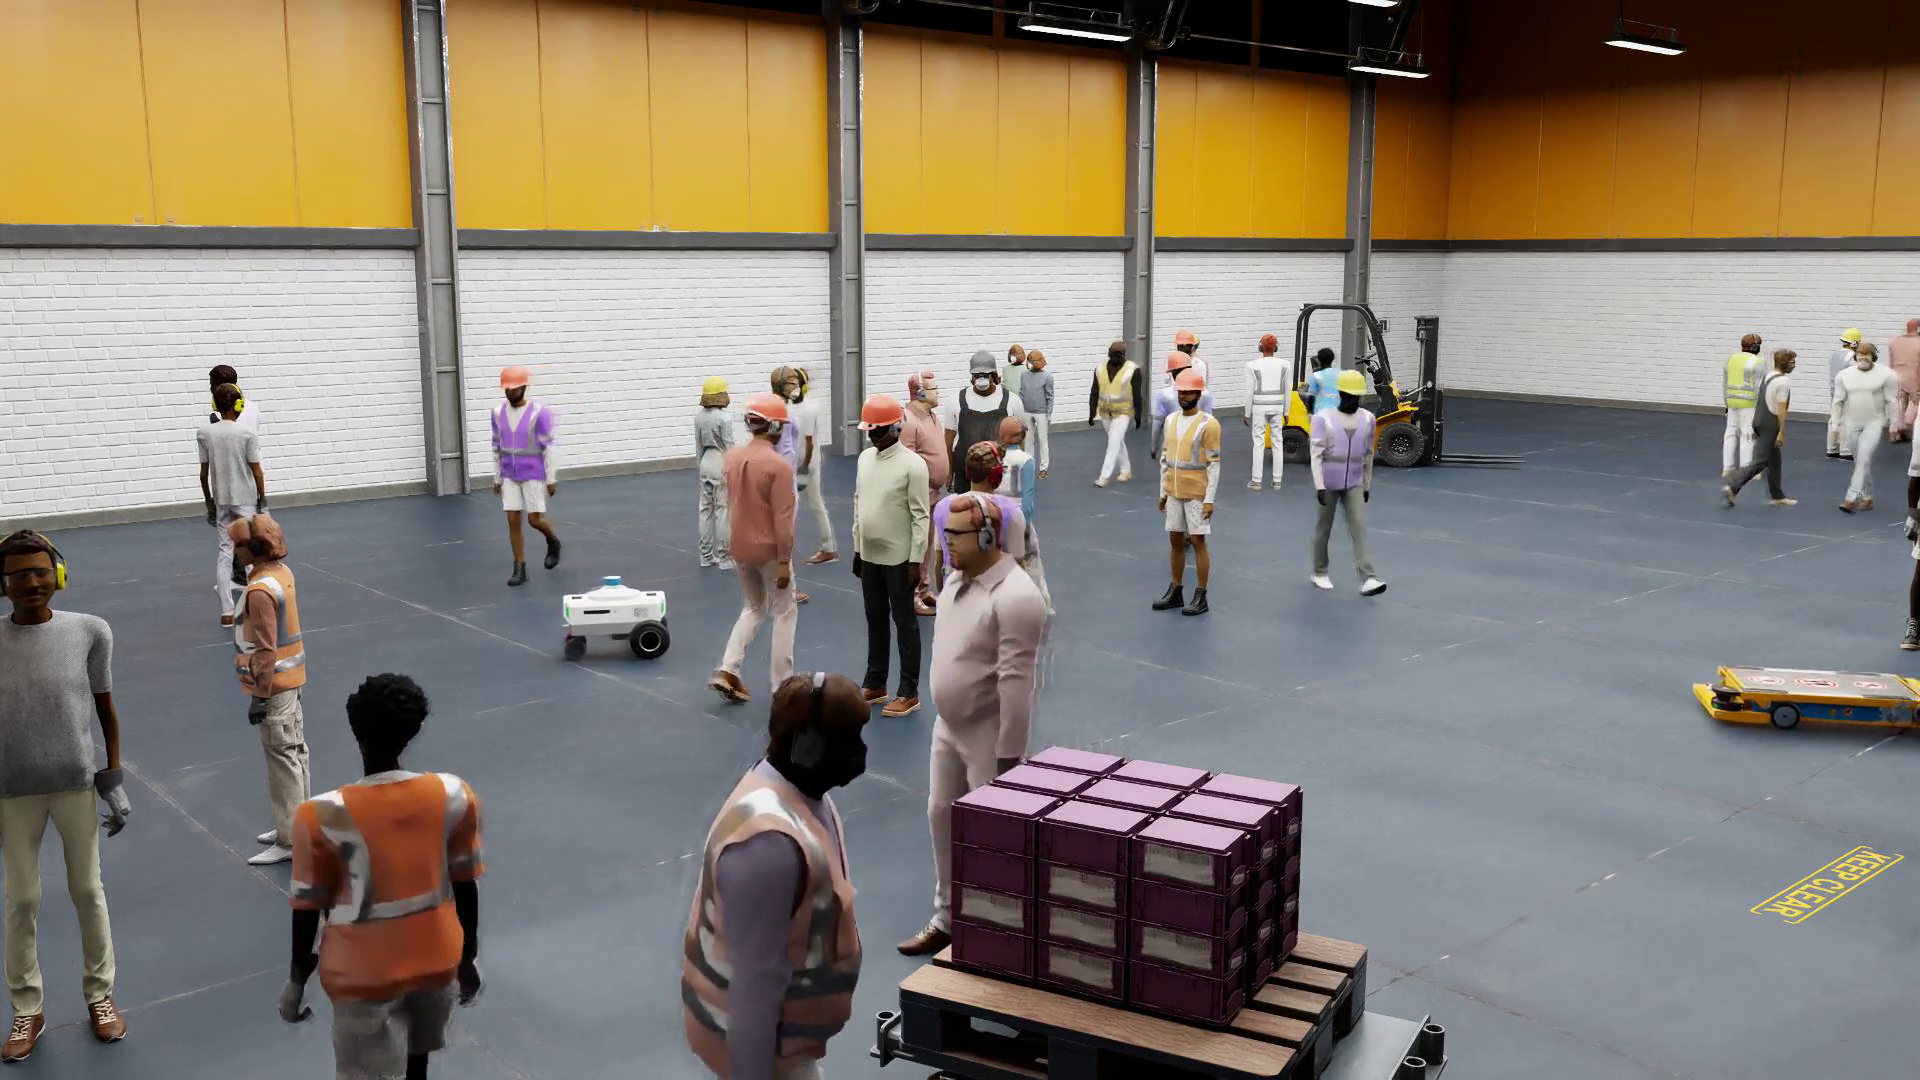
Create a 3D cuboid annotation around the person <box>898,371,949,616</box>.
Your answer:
[{"bbox_3d":[-0.285,-0.371,13.133,0.409,1.913,0.646,3,10,17],"label":"person"}]

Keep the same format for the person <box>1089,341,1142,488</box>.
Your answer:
[{"bbox_3d":[1.921,-1.556,20.491,0.635,1.788,0.950,6,12,33],"label":"person"}]

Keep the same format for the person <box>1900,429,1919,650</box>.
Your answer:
[{"bbox_3d":[7.046,-0.169,11.803,0.603,1.962,0.372,5,11,27],"label":"person"}]

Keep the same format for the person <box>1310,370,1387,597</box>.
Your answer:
[{"bbox_3d":[3.201,-0.460,13.778,0.611,1.871,1.009,-2,10,-9],"label":"person"}]

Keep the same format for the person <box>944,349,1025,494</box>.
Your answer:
[{"bbox_3d":[0.202,-0.592,14.048,0.689,2.000,0.538,0,10,1],"label":"person"}]

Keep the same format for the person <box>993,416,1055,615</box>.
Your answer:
[{"bbox_3d":[0.367,-0.153,12.905,0.816,1.628,0.527,-8,13,-40],"label":"person"}]

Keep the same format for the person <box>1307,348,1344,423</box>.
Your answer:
[{"bbox_3d":[4.731,-1.631,21.303,0.568,1.636,0.873,-2,10,-13],"label":"person"}]

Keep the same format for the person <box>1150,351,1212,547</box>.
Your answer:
[{"bbox_3d":[2.149,-0.861,16.010,0.559,1.906,0.614,-2,10,-13],"label":"person"}]

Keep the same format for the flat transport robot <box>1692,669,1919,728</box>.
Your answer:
[{"bbox_3d":[5.293,0.963,10.121,1.431,0.197,0.652,2,10,13],"label":"flat transport robot"}]

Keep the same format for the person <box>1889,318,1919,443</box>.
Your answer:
[{"bbox_3d":[14.230,-2.378,24.949,0.452,1.895,0.648,-5,11,-26],"label":"person"}]

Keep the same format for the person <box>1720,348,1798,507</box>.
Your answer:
[{"bbox_3d":[8.978,-1.246,18.608,0.886,1.806,0.559,0,10,0],"label":"person"}]

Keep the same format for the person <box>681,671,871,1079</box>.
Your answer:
[{"bbox_3d":[-0.449,1.218,4.114,0.454,1.816,0.645,0,10,1],"label":"person"}]

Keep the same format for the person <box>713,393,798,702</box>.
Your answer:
[{"bbox_3d":[-1.265,0.070,10.388,0.642,1.963,0.583,8,13,40],"label":"person"}]

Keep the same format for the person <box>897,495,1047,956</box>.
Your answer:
[{"bbox_3d":[0.140,0.744,6.686,0.728,1.881,0.650,-6,11,-31],"label":"person"}]

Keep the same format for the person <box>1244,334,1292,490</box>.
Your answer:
[{"bbox_3d":[3.706,-1.541,20.075,0.575,1.882,0.355,-1,10,-6],"label":"person"}]

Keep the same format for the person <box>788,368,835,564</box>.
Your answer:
[{"bbox_3d":[-1.467,-0.643,14.992,0.863,1.815,0.543,-7,12,-37],"label":"person"}]

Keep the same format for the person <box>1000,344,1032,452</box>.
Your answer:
[{"bbox_3d":[0.751,-1.817,22.404,0.497,1.636,0.286,7,12,34],"label":"person"}]

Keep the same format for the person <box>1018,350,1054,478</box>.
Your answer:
[{"bbox_3d":[0.955,-1.598,21.130,0.497,1.633,0.279,6,12,32],"label":"person"}]

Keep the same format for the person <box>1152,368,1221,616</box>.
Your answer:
[{"bbox_3d":[1.783,-0.380,13.099,0.342,1.942,0.552,-9,13,-42],"label":"person"}]

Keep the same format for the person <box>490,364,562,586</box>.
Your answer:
[{"bbox_3d":[-3.739,-0.580,14.367,0.560,1.913,0.667,2,10,12],"label":"person"}]

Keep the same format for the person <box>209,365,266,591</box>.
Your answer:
[{"bbox_3d":[-6.082,-0.519,14.014,0.397,1.911,0.587,1,10,8],"label":"person"}]

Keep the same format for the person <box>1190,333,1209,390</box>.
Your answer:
[{"bbox_3d":[3.206,-1.997,23.112,0.526,1.758,0.343,9,13,43],"label":"person"}]

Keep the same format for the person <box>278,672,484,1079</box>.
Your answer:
[{"bbox_3d":[-1.638,1.199,4.702,0.811,1.649,0.517,8,12,39],"label":"person"}]

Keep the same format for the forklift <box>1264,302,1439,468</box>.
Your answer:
[{"bbox_3d":[5.320,-2.157,22.763,2.313,2.155,1.214,3,10,16],"label":"forklift"}]

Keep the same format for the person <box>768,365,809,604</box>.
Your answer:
[{"bbox_3d":[-1.459,-0.452,13.535,0.362,1.935,0.631,-3,10,-18],"label":"person"}]

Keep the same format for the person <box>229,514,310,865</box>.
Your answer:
[{"bbox_3d":[-3.203,0.686,7.749,0.309,1.638,0.513,-2,10,-13],"label":"person"}]

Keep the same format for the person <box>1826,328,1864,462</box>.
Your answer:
[{"bbox_3d":[12.197,-1.997,22.881,0.403,1.835,0.588,-1,10,-8],"label":"person"}]

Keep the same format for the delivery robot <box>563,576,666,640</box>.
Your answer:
[{"bbox_3d":[-2.441,0.498,11.741,0.707,0.478,0.477,-2,10,-12],"label":"delivery robot"}]

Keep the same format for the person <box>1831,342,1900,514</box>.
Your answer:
[{"bbox_3d":[9.863,-1.219,18.197,0.974,1.873,0.643,-8,13,-40],"label":"person"}]

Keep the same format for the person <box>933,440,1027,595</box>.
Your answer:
[{"bbox_3d":[0.110,0.393,8.851,0.564,1.846,0.389,6,12,33],"label":"person"}]

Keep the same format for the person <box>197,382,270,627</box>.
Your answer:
[{"bbox_3d":[-5.498,-0.258,12.634,0.540,1.867,0.377,1,10,5],"label":"person"}]

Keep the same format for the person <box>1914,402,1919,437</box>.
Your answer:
[{"bbox_3d":[10.330,-1.065,17.415,0.596,1.845,0.979,5,11,29],"label":"person"}]

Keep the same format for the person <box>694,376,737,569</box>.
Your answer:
[{"bbox_3d":[-2.186,-0.611,15.025,0.486,1.746,0.290,8,13,39],"label":"person"}]

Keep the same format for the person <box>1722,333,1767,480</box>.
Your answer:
[{"bbox_3d":[9.942,-1.689,21.054,0.430,1.843,0.626,-3,10,-18],"label":"person"}]

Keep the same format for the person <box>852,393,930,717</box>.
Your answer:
[{"bbox_3d":[-0.454,0.089,10.226,0.609,1.986,0.392,9,13,44],"label":"person"}]

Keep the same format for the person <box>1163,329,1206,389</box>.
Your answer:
[{"bbox_3d":[2.690,-1.573,20.082,0.544,1.942,0.347,6,11,32],"label":"person"}]

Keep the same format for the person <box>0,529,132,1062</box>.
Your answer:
[{"bbox_3d":[-3.230,0.886,5.882,0.524,1.876,0.325,-5,11,-27],"label":"person"}]
